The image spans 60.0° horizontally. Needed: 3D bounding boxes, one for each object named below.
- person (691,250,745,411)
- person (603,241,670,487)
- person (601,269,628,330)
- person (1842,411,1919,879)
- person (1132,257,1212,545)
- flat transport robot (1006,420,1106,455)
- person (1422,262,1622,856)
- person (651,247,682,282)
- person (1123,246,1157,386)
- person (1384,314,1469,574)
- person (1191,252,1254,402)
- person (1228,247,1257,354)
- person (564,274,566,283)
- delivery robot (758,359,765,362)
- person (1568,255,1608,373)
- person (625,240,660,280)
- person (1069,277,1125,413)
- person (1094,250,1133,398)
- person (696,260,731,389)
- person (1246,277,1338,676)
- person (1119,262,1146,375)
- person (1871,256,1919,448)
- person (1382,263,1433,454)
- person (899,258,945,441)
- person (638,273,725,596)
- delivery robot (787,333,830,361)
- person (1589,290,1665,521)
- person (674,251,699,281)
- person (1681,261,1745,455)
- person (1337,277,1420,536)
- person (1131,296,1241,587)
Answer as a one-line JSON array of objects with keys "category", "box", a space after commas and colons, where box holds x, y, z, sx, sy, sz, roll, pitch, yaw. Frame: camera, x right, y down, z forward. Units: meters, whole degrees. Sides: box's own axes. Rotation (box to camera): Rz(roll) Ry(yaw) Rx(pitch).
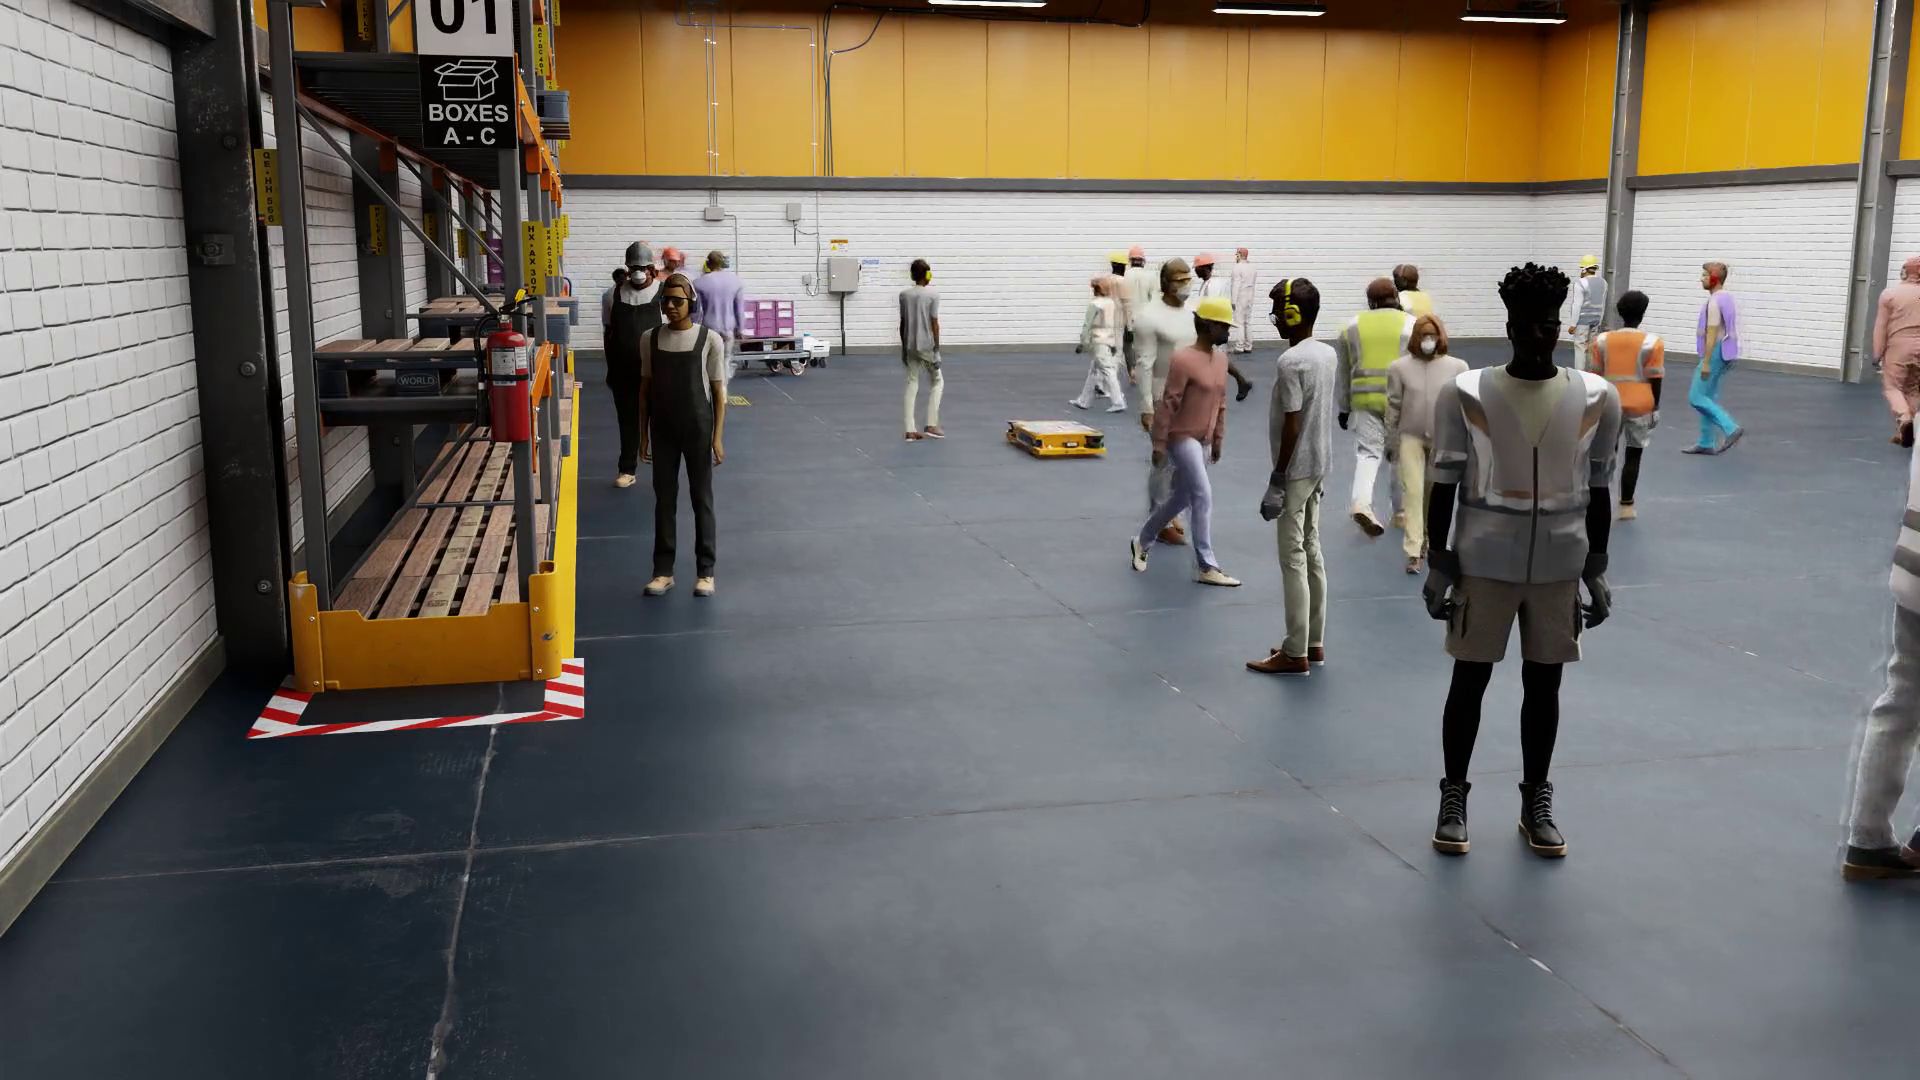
[{"category": "person", "box": [-2.966, -2.530, 20.101, 0.653, 1.897, 0.942, -4, 11, -23]}, {"category": "person", "box": [-2.616, -1.437, 13.665, 0.682, 2.000, 0.535, 1, 10, 7]}, {"category": "person", "box": [-4.670, -2.907, 22.897, 0.547, 1.652, 0.882, -4, 11, -22]}, {"category": "person", "box": [3.104, 0.186, 5.149, 0.587, 1.863, 0.718, 0, 10, 2]}, {"category": "person", "box": [1.434, -0.918, 11.118, 0.649, 1.920, 0.441, -7, 13, -35]}, {"category": "flat transport robot", "box": [0.919, -1.003, 16.170, 0.652, 0.197, 1.431, -2, 10, -10]}, {"category": "person", "box": [1.844, 0.075, 5.493, 0.613, 1.963, 0.361, 1, 10, 6]}, {"category": "person", "box": [-4.158, -3.140, 23.372, 1.002, 1.955, 0.621, 9, 14, 42]}, {"category": "person", "box": [2.456, -3.139, 23.327, 0.623, 1.963, 0.920, -1, 10, -3]}, {"category": "person", "box": [2.916, -0.615, 10.390, 0.513, 1.583, 0.869, 2, 10, 11]}, {"category": "person", "box": [3.226, -2.663, 20.900, 0.909, 1.903, 0.554, -2, 10, -9]}, {"category": "person", "box": [5.038, -4.289, 29.843, 0.402, 1.906, 0.652, 9, 14, 42]}, {"category": "person", "box": [-6.357, -3.585, 25.948, 0.827, 1.916, 0.545, 10, 14, 43]}, {"category": "delivery robot", "box": [-3.169, -3.029, 26.348, 0.707, 0.478, 0.477, 0, 10, -2]}, {"category": "person", "box": [8.703, -3.043, 23.142, 0.599, 1.832, 0.404, -6, 12, -29]}, {"category": "person", "box": [-5.243, -3.950, 27.631, 0.613, 2.031, 0.402, -6, 12, -29]}, {"category": "person", "box": [1.649, -2.317, 19.779, 0.860, 1.592, 0.525, 7, 13, 35]}, {"category": "person", "box": [2.004, -2.776, 21.468, 0.430, 1.905, 0.596, -6, 12, -32]}, {"category": "person", "box": [-3.306, -2.813, 22.029, 0.994, 1.767, 0.619, 9, 13, 39]}, {"category": "person", "box": [1.569, -0.292, 7.815, 0.329, 1.865, 0.512, 7, 12, 33]}, {"category": "person", "box": [2.630, -3.408, 25.073, 0.438, 1.871, 0.578, -5, 11, -24]}, {"category": "person", "box": [9.330, -1.831, 16.300, 0.659, 1.881, 0.766, 1, 10, 4]}, {"category": "person", "box": [4.196, -1.664, 15.542, 0.635, 1.829, 0.630, -9, 13, -40]}, {"category": "person", "box": [-0.376, -1.939, 16.990, 0.552, 1.844, 0.648, 6, 12, 31]}, {"category": "person", "box": [-1.595, -0.593, 9.532, 0.506, 1.847, 0.343, 1, 10, 6]}, {"category": "delivery robot", "box": [-2.438, -3.057, 26.503, 0.707, 0.478, 0.477, -7, 12, -35]}, {"category": "person", "box": [4.780, -0.953, 11.994, 0.534, 1.686, 0.455, 10, 14, 43]}, {"category": "person", "box": [-3.948, -3.160, 23.662, 0.590, 1.879, 0.668, 9, 13, 40]}, {"category": "person", "box": [7.122, -1.696, 15.660, 0.469, 1.834, 0.587, 6, 12, 32]}, {"category": "person", "box": [2.929, -0.926, 11.552, 0.672, 1.793, 0.894, 4, 11, 23]}, {"category": "person", "box": [1.334, -0.608, 9.977, 0.822, 1.714, 0.551, 8, 13, 37]}]
